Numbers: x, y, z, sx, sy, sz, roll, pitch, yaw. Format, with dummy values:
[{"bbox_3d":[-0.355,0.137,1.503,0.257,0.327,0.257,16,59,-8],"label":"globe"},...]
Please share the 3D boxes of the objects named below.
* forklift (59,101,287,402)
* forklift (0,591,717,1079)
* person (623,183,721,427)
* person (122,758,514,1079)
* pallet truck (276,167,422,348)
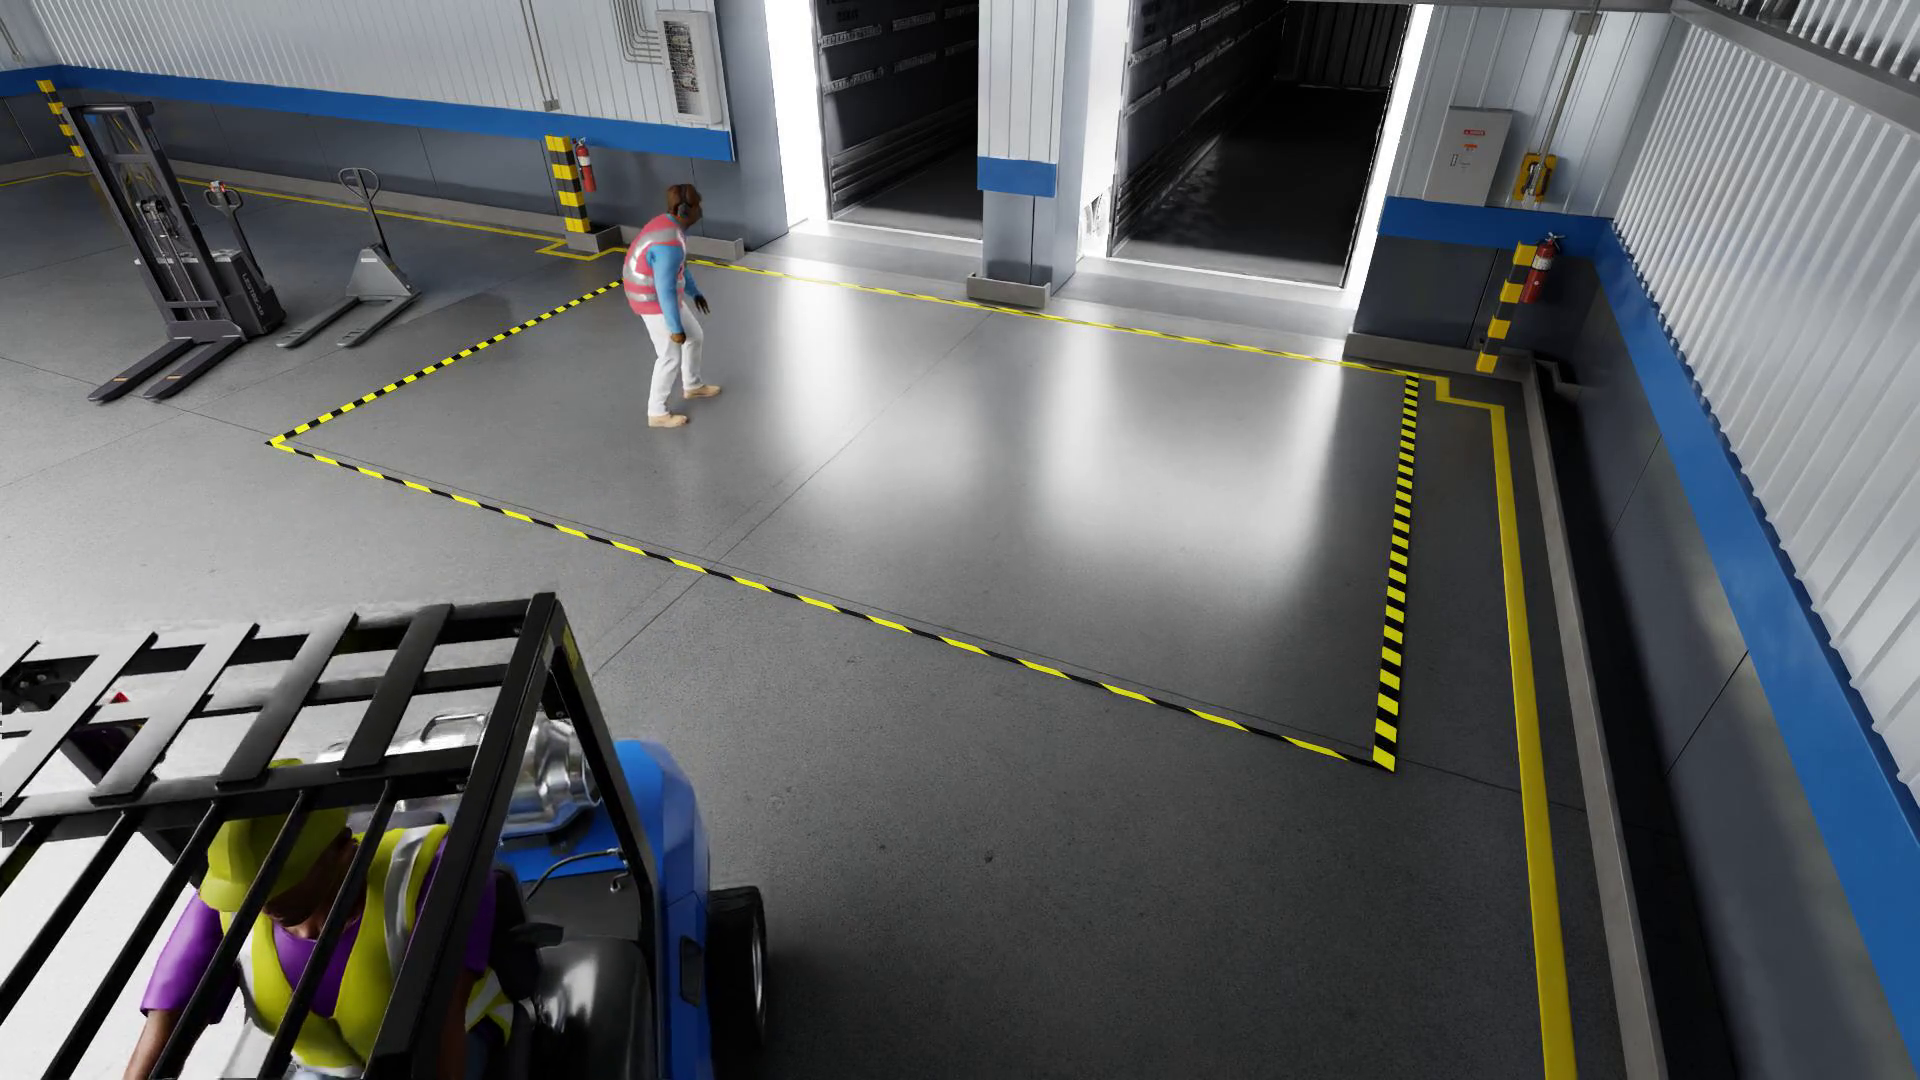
[{"bbox_3d":[-6.686,-2.387,7.434,0.823,1.965,1.885,-3,35,-5],"label":"forklift"},{"bbox_3d":[-1.225,1.277,1.882,1.157,2.036,2.680,-5,35,-7],"label":"forklift"},{"bbox_3d":[-2.122,-1.739,6.791,0.648,1.684,0.810,-8,36,-11],"label":"person"},{"bbox_3d":[-1.223,1.158,1.726,0.635,1.294,1.004,-5,35,-7],"label":"person"},{"bbox_3d":[-5.732,-2.611,8.414,0.680,1.201,1.601,-1,35,-1],"label":"pallet truck"}]
